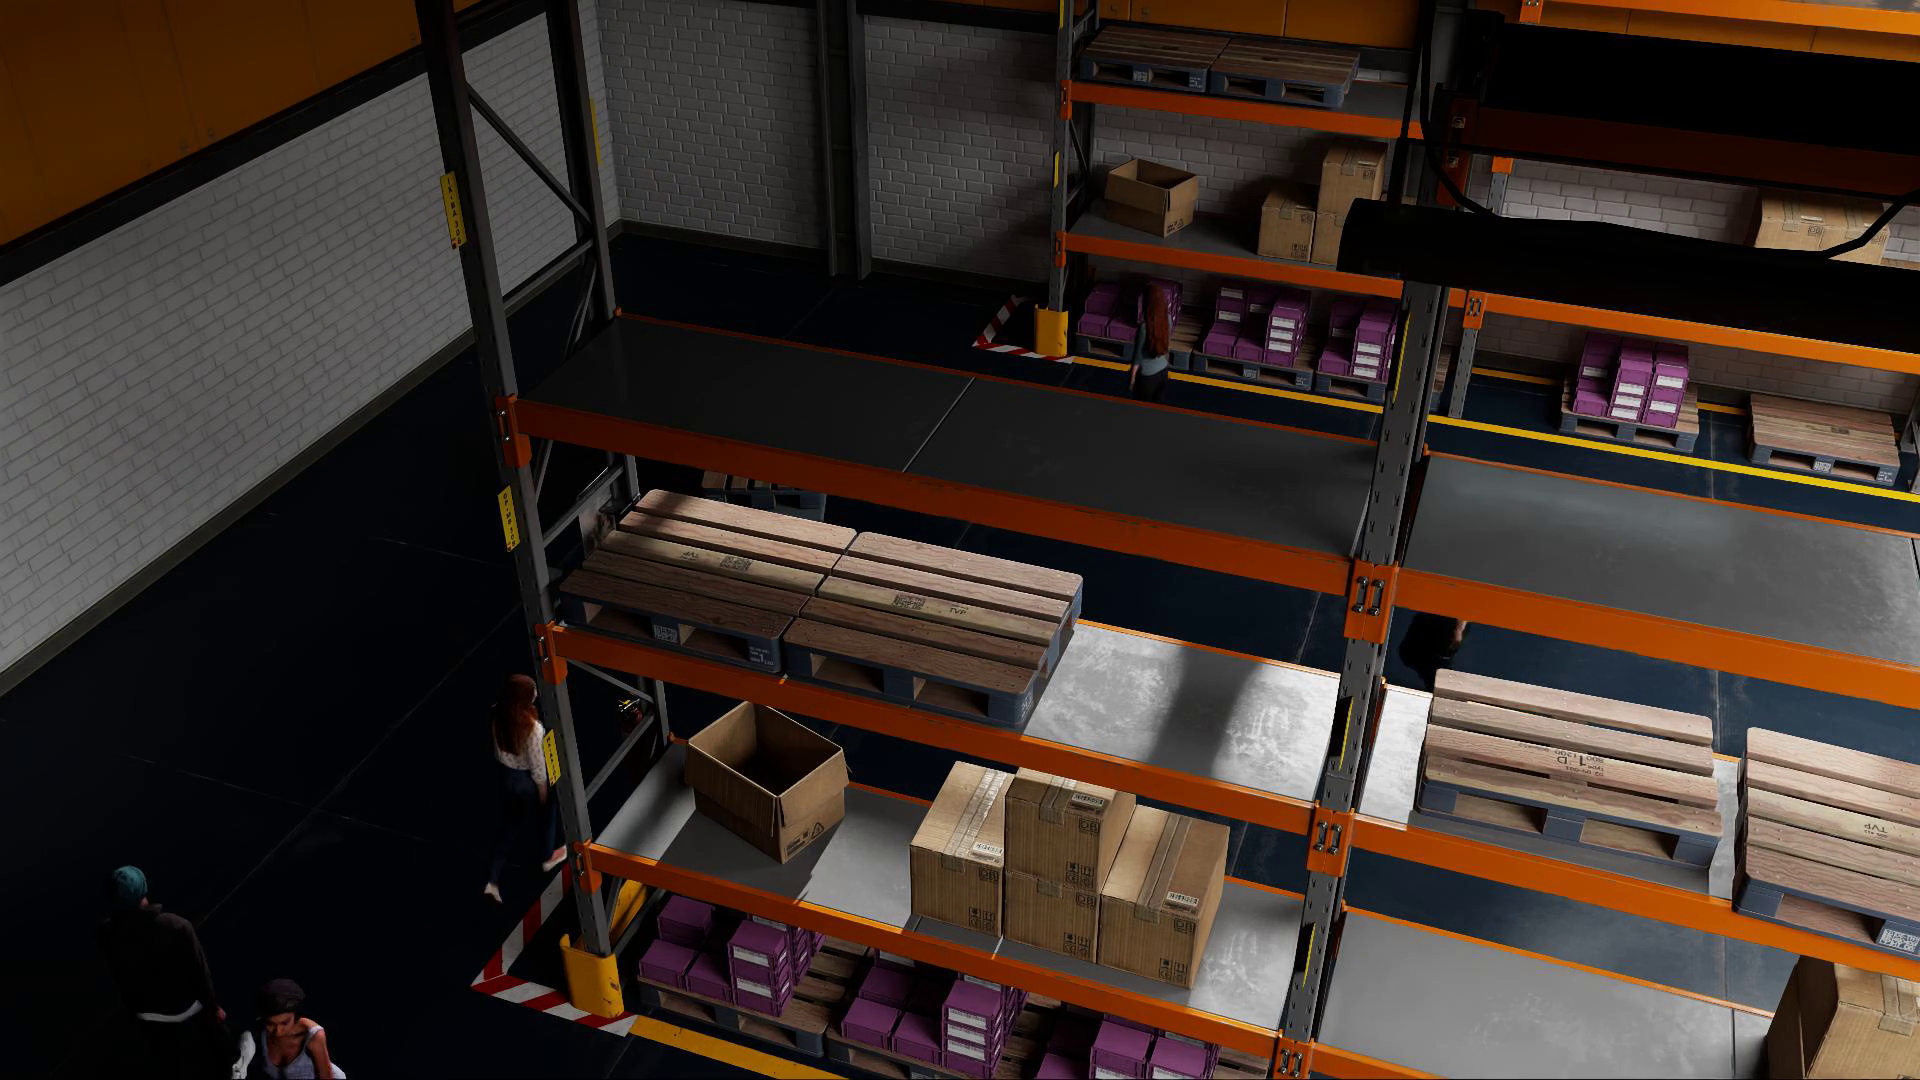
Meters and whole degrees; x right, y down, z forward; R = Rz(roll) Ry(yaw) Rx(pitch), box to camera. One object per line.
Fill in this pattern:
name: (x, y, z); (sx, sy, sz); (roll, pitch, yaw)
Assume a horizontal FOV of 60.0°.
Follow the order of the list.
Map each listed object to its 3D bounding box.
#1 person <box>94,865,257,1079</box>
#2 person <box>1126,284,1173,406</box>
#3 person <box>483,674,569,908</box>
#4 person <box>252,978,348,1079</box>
person: (-4.166, 2.486, 8.718); (1.063, 1.793, 1.017); (-3, 34, -4)
person: (1.682, -1.419, 14.643); (0.672, 1.738, 0.685); (-25, 41, -33)
person: (-2.737, 1.541, 10.229); (0.963, 1.694, 0.717); (13, 36, 19)
person: (-3.215, 2.793, 8.356); (0.498, 1.682, 0.692); (15, 36, 21)
